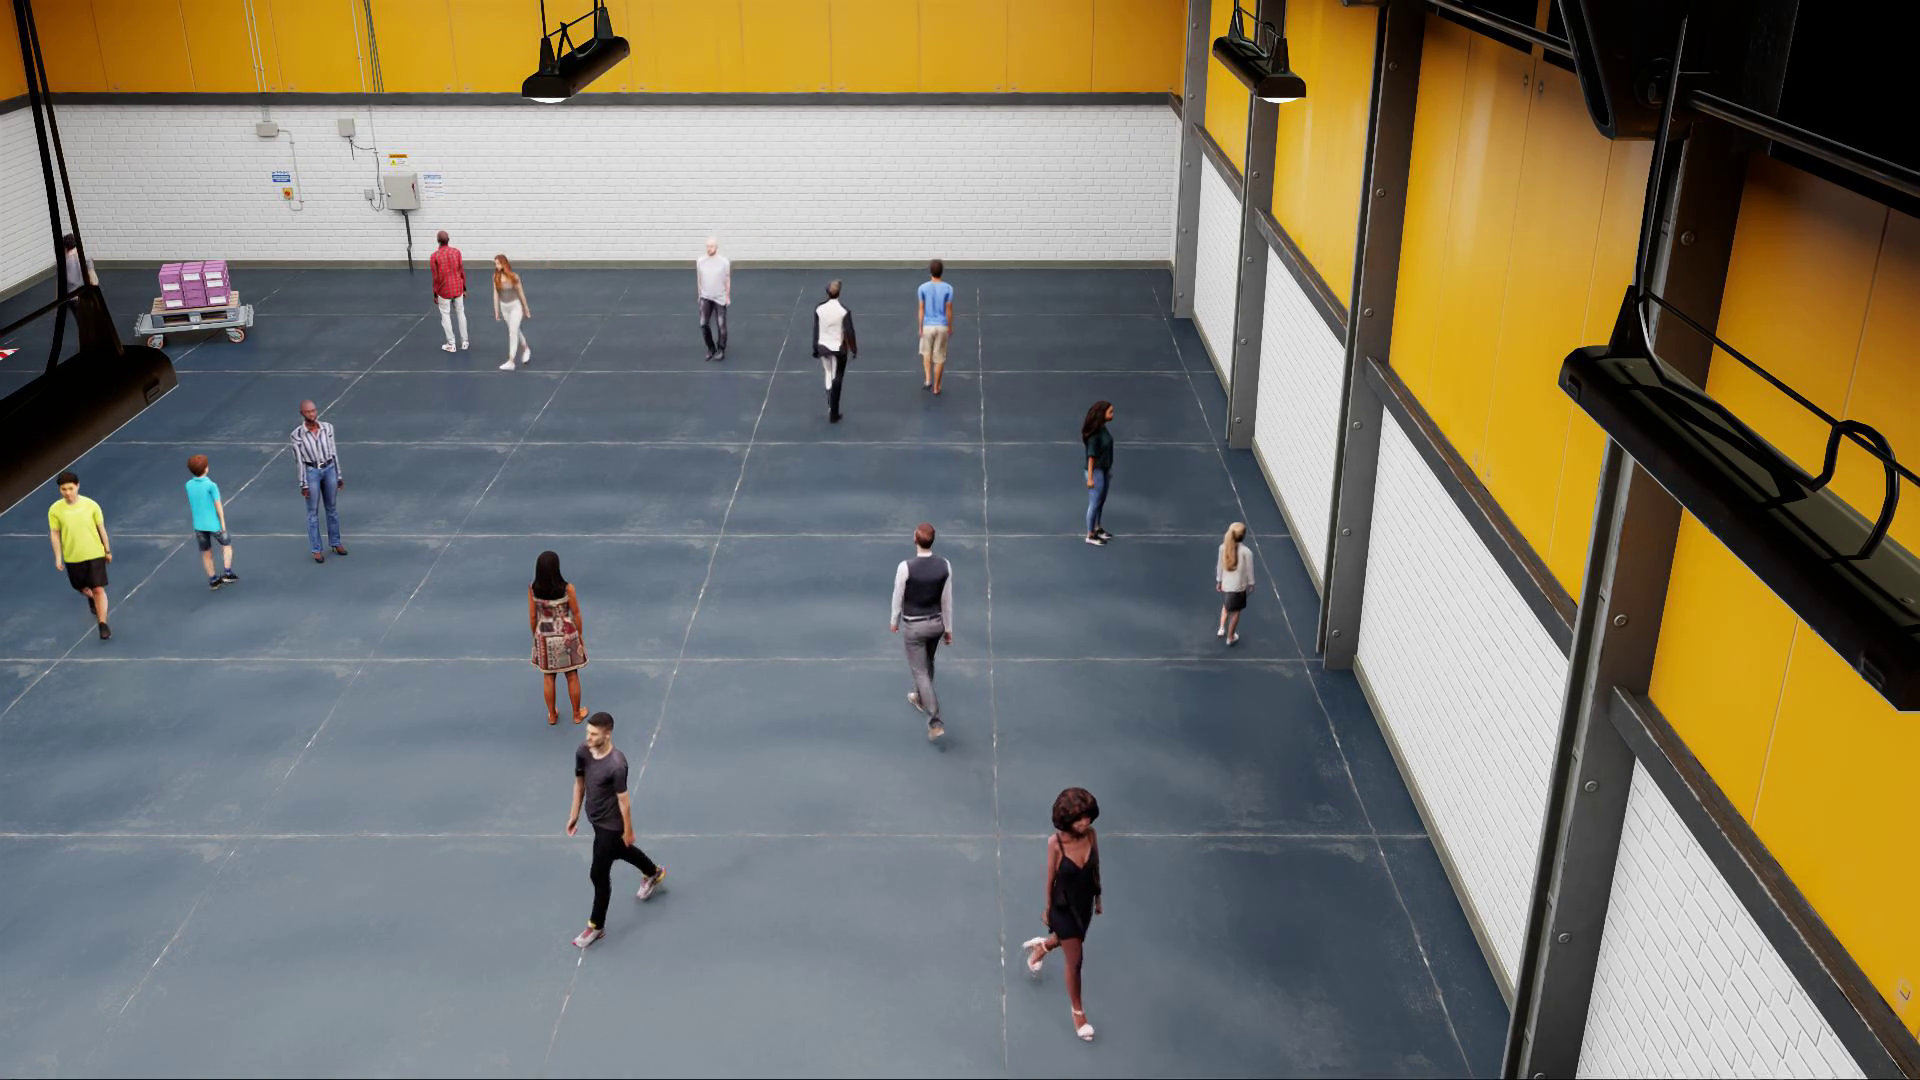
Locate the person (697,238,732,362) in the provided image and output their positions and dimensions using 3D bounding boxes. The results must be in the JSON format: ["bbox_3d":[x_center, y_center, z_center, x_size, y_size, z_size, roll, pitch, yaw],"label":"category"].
[{"bbox_3d":[-3.585,-3.571,24.501,0.724,1.822,0.695,4,24,8],"label":"person"}]

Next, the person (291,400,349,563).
[{"bbox_3d":[-6.883,-0.655,17.864,0.766,1.794,0.706,21,31,40],"label":"person"}]

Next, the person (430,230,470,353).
[{"bbox_3d":[-7.635,-3.741,24.894,0.757,1.819,0.784,-16,28,-33],"label":"person"}]

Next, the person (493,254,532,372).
[{"bbox_3d":[-6.449,-3.334,24.132,0.852,1.683,1.224,5,24,10],"label":"person"}]

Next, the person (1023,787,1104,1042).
[{"bbox_3d":[0.687,2.383,10.954,0.930,1.762,1.119,-15,28,-30],"label":"person"}]

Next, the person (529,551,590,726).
[{"bbox_3d":[-3.544,0.853,14.601,0.658,1.645,0.530,-1,24,-3],"label":"person"}]

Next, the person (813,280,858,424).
[{"bbox_3d":[-1.700,-2.459,21.891,0.841,1.874,0.876,7,24,15],"label":"person"}]

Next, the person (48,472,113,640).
[{"bbox_3d":[-8.579,0.099,16.274,0.902,1.686,1.132,-9,25,-19],"label":"person"}]

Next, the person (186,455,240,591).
[{"bbox_3d":[-7.805,-0.162,17.177,0.511,1.441,0.536,1,24,3],"label":"person"}]

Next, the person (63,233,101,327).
[{"bbox_3d":[-12.900,-3.538,24.383,0.757,1.855,0.855,-4,24,-8],"label":"person"}]

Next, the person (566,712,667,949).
[{"bbox_3d":[-2.464,1.984,11.912,1.129,1.726,1.208,21,31,39],"label":"person"}]

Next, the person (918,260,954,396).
[{"bbox_3d":[-0.340,-2.901,22.938,0.647,1.847,0.706,1,24,3],"label":"person"}]

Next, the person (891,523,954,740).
[{"bbox_3d":[-0.289,0.800,14.386,0.996,1.913,1.298,-10,26,-22],"label":"person"}]

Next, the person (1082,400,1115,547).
[{"bbox_3d":[1.487,-0.768,18.347,0.760,1.614,0.668,10,26,23],"label":"person"}]

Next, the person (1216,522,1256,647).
[{"bbox_3d":[2.621,0.435,16.030,0.632,1.266,0.691,18,29,35],"label":"person"}]
